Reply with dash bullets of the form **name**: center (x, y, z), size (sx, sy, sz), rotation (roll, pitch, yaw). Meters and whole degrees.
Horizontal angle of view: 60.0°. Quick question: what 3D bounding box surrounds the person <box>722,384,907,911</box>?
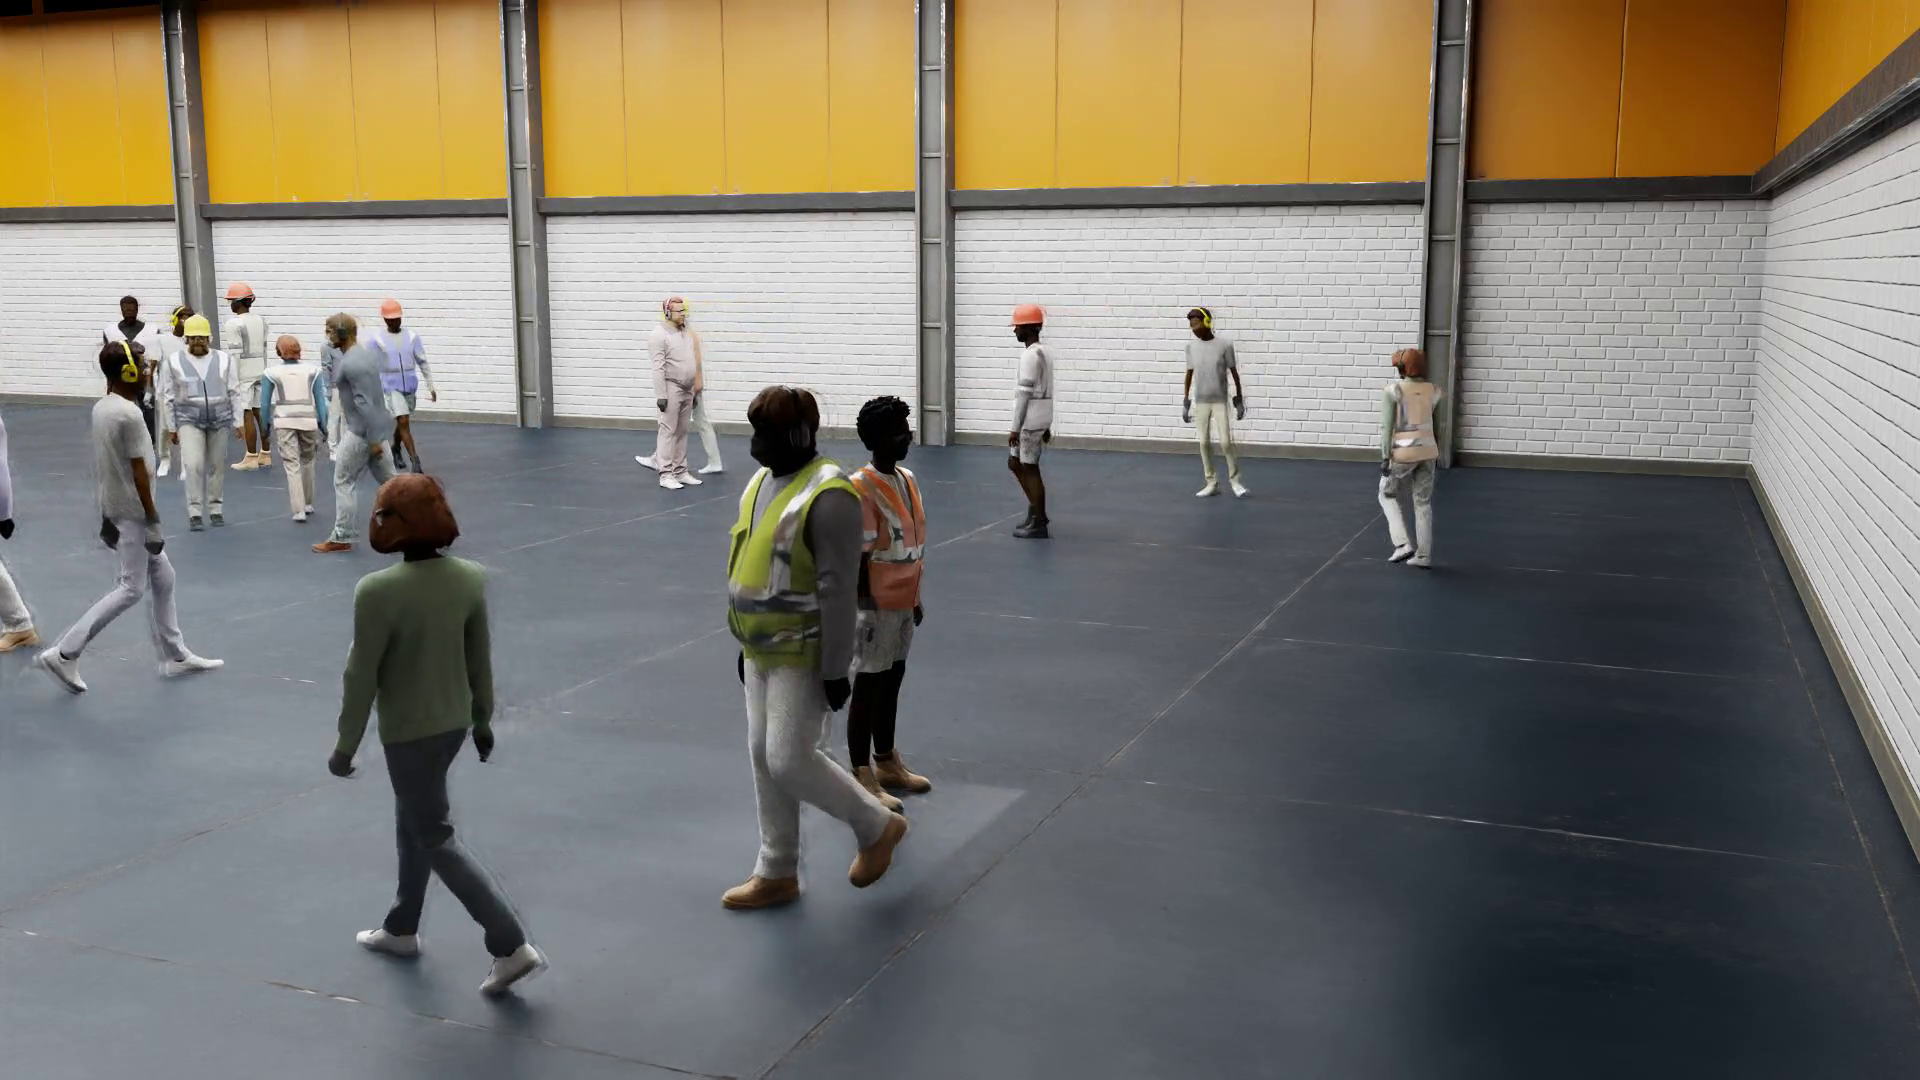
- **person**: center (-0.540, 0.373, 5.725), size (0.543, 1.827, 0.632), rotation (-6, 11, -30)

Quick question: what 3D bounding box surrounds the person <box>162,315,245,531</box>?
- **person**: center (-6.335, -0.981, 13.997), size (0.601, 1.805, 0.674), rotation (-6, 11, -33)

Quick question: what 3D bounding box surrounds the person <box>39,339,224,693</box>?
- **person**: center (-4.405, -0.132, 8.740), size (0.866, 1.840, 0.521), rotation (-8, 12, -41)

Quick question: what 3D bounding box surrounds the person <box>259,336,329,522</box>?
- **person**: center (-5.856, -0.980, 14.580), size (0.539, 1.599, 0.801), rotation (-6, 11, -34)

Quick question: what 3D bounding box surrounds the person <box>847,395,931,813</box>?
- **person**: center (-0.306, 0.254, 6.845), size (0.318, 1.697, 0.529), rotation (4, 10, 22)

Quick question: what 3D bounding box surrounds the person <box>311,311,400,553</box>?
- **person**: center (-4.521, -0.834, 12.912), size (1.005, 1.891, 0.629), rotation (-2, 10, -10)

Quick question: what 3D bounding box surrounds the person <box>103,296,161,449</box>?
- **person**: center (-9.231, -1.776, 18.611), size (0.620, 1.872, 0.920), rotation (-3, 10, -20)

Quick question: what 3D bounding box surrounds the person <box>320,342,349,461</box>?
- **person**: center (-7.061, -1.720, 18.985), size (0.285, 1.636, 0.500), rotation (4, 10, 22)

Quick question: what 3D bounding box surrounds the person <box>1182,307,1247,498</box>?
- **person**: center (2.425, -1.309, 15.917), size (0.589, 1.829, 0.459), rotation (5, 11, 28)

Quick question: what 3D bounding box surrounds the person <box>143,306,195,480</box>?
- **person**: center (-8.224, -1.538, 17.370), size (0.633, 1.812, 0.970), rotation (-7, 12, -36)

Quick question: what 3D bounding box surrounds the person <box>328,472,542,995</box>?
- **person**: center (-1.616, 0.588, 5.120), size (0.801, 1.599, 0.499), rotation (4, 10, 21)

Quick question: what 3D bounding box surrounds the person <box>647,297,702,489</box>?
- **person**: center (-2.834, -1.470, 16.673), size (0.402, 1.907, 0.650), rotation (4, 10, 22)

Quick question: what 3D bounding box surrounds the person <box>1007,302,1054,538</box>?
- **person**: center (0.542, -0.958, 13.518), size (0.469, 1.923, 0.552), rotation (2, 10, 11)

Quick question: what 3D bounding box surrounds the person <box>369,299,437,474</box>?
- **person**: center (-6.035, -1.661, 17.934), size (0.645, 1.878, 1.004), rotation (-7, 11, -35)

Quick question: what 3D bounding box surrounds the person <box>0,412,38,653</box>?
- **person**: center (-5.594, -0.182, 9.224), size (0.627, 1.794, 0.976), rotation (5, 11, 30)

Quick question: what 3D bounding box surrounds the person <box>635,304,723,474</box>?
- **person**: center (-2.975, -1.615, 17.685), size (1.014, 1.850, 0.660), rotation (3, 10, 15)

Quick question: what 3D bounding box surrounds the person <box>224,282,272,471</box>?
- **person**: center (-7.751, -1.769, 18.056), size (0.371, 2.044, 0.608), rotation (2, 10, 12)

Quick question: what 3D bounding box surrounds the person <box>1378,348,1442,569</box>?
- **person**: center (3.304, -0.594, 12.199), size (0.547, 1.621, 0.385), rotation (-3, 10, -18)
